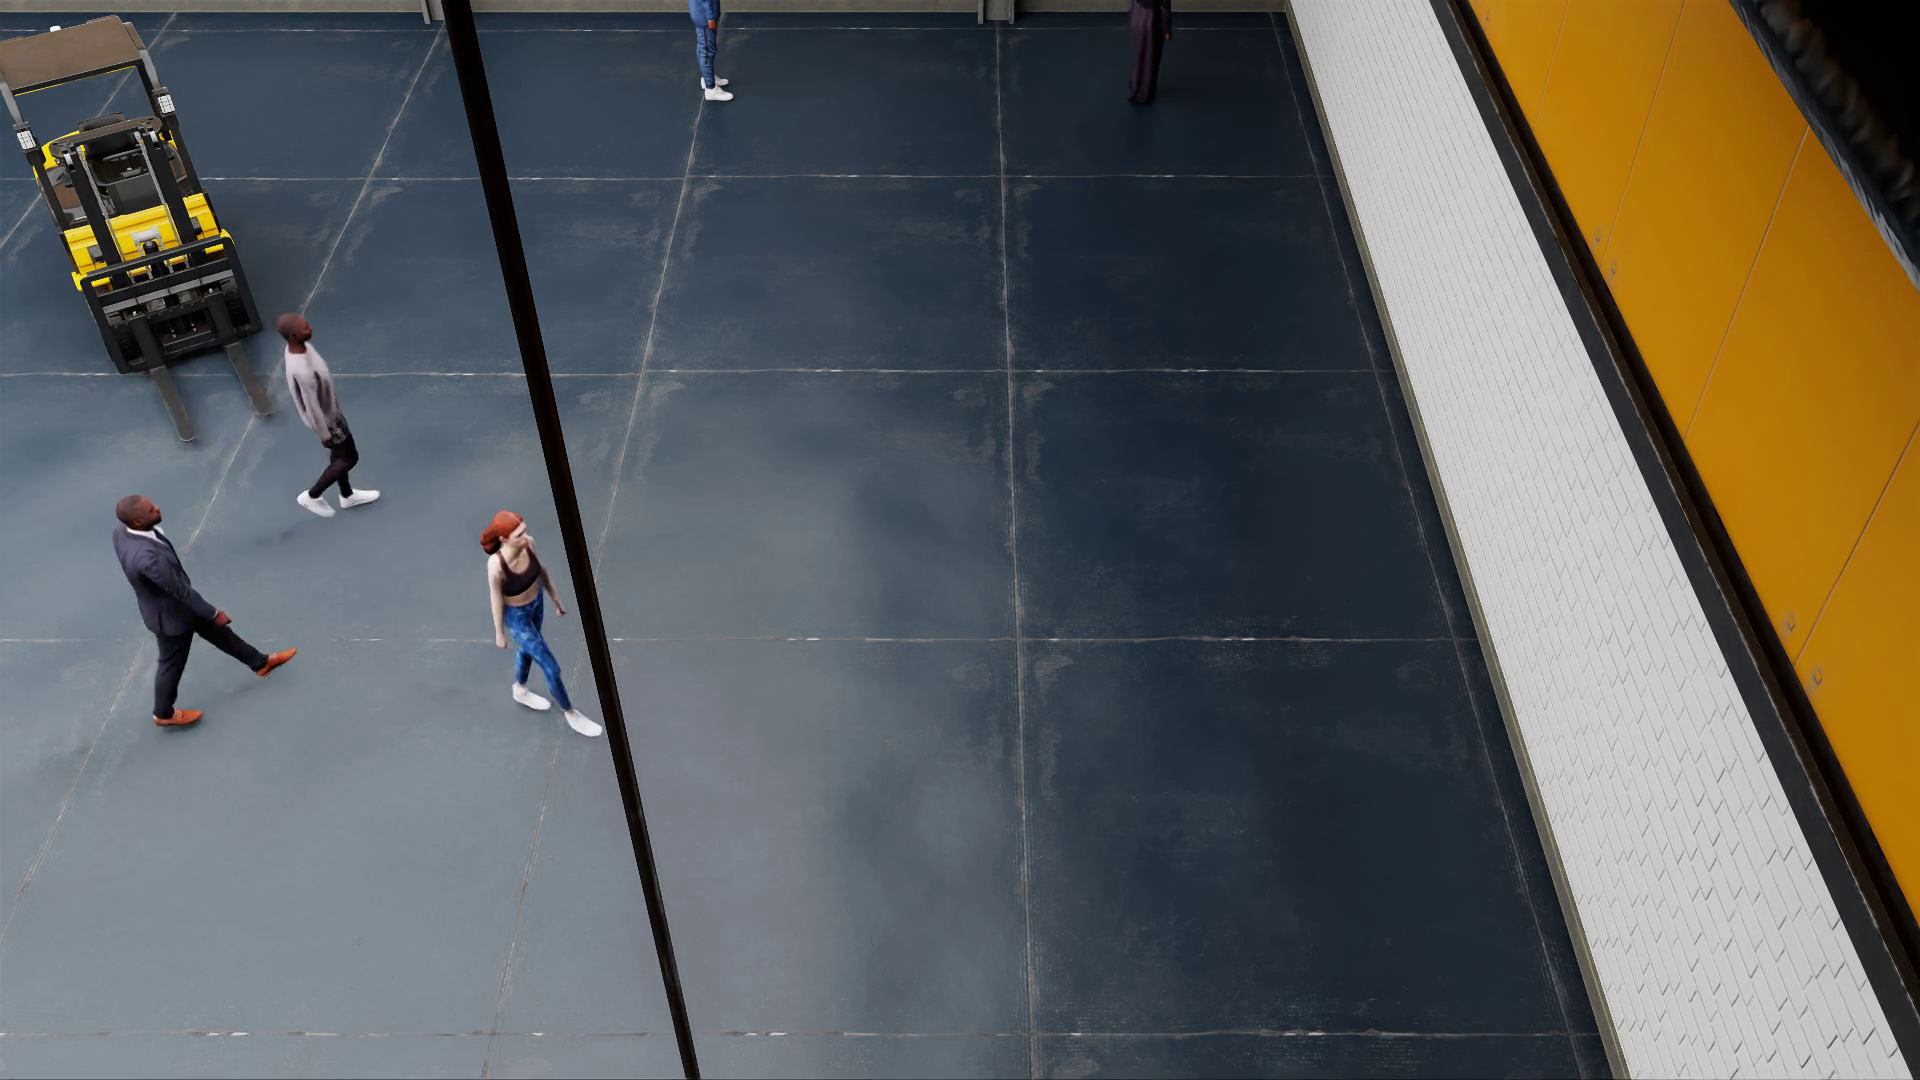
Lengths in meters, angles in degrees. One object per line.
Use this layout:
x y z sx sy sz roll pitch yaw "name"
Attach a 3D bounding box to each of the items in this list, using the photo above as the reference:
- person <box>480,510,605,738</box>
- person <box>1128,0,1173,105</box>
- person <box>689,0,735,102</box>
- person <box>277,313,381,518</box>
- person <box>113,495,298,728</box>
-2.781 0.478 10.379 1.054 1.754 0.831 16 46 17 "person"
1.789 -5.036 16.271 0.892 1.610 0.821 -28 50 -26 "person"
-2.511 -5.223 16.322 0.656 1.811 0.725 -10 44 -10 "person"
-4.604 -0.853 11.771 0.897 1.761 0.793 -18 46 -18 "person"
-4.965 0.500 10.341 1.303 1.773 1.100 -24 48 -23 "person"
